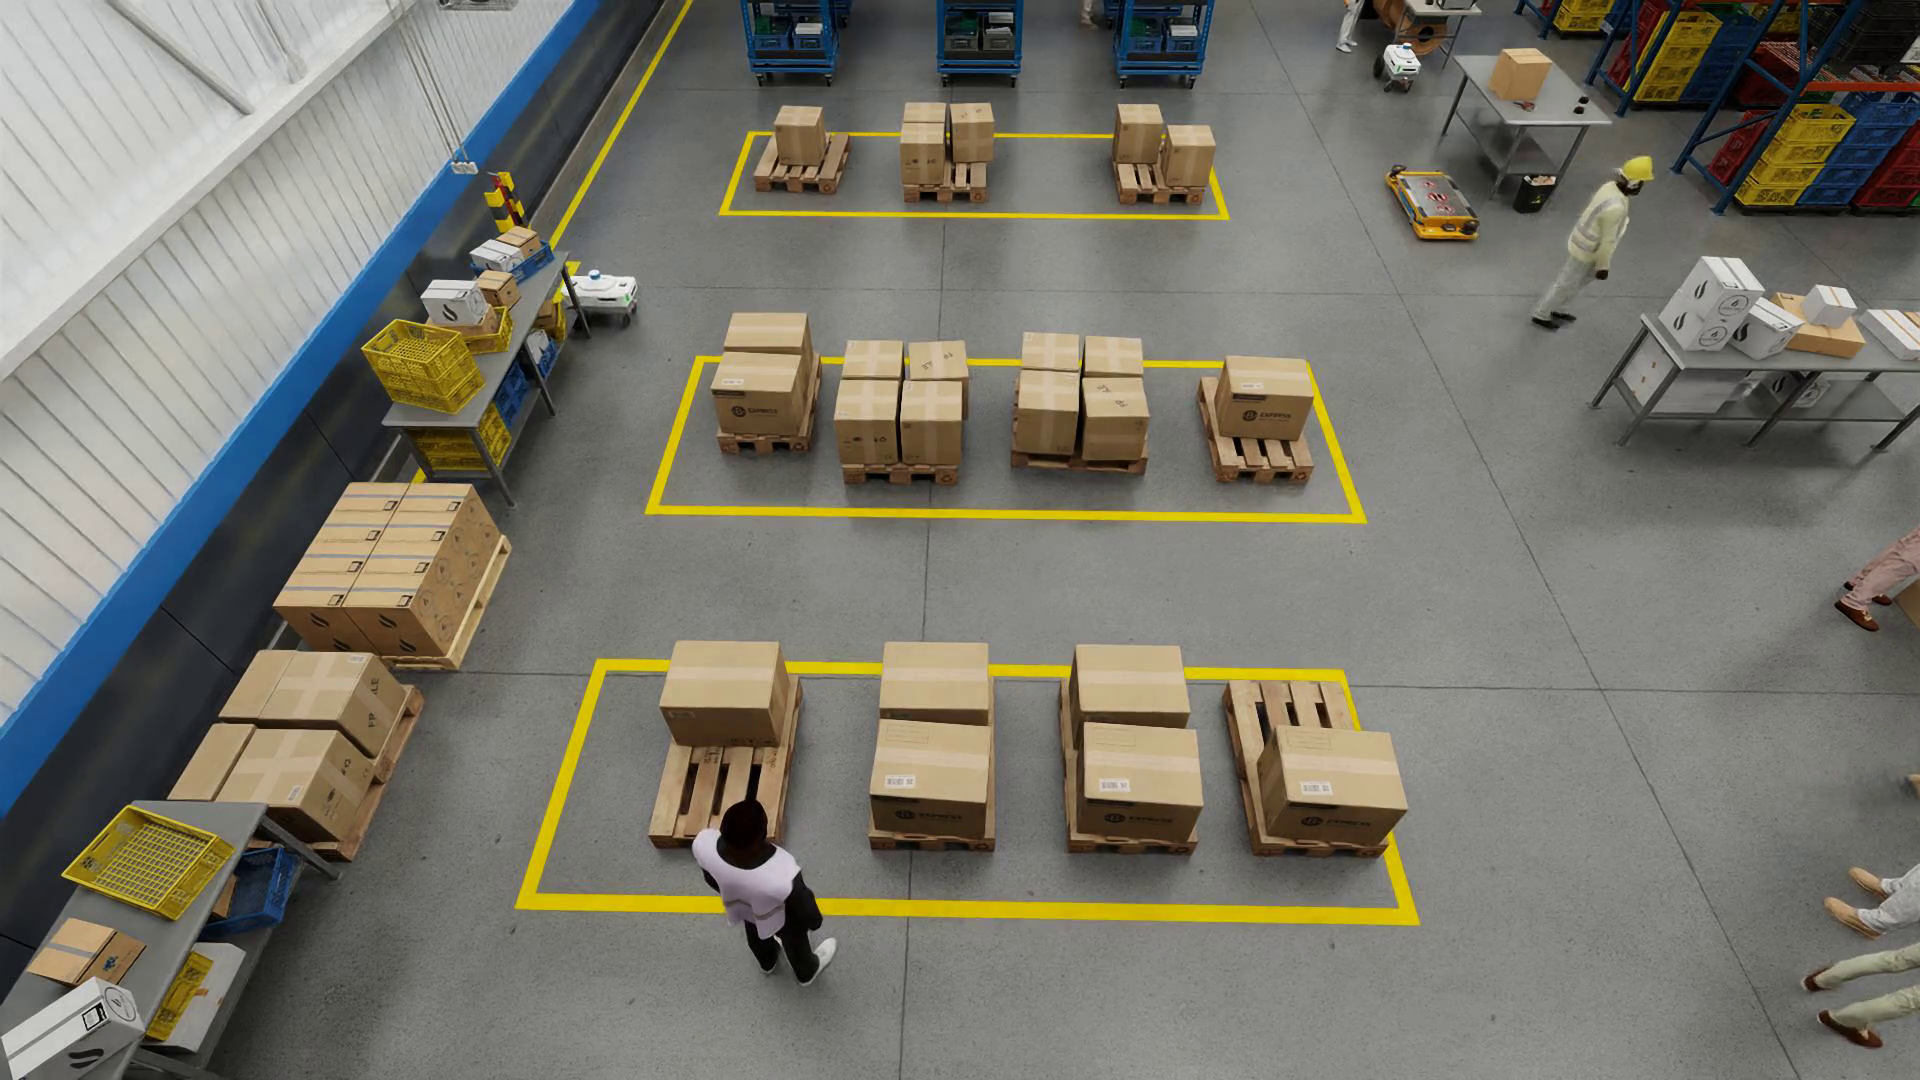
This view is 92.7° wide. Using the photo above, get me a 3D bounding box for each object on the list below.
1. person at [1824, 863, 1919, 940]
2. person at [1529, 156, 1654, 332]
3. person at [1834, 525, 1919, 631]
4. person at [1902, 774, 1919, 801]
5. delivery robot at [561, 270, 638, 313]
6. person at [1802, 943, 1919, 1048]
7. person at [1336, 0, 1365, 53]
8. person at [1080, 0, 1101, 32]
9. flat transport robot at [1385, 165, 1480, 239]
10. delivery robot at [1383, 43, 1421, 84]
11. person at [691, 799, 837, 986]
[{"bbox_3d":[5.620,1.680,5.039,0.624,1.835,0.431,-27,54,-21],"label":"person"},{"bbox_3d":[6.216,-2.825,8.946,0.542,1.817,0.618,21,52,17],"label":"person"},{"bbox_3d":[7.121,-0.101,6.529,0.654,1.904,0.406,-34,57,-26],"label":"person"},{"bbox_3d":[6.431,1.354,5.425,0.467,1.670,0.563,32,56,24],"label":"person"},{"bbox_3d":[-3.716,-2.563,9.487,0.707,0.478,0.477,1,49,0],"label":"delivery robot"},{"bbox_3d":[5.115,2.137,4.633,0.335,1.855,0.537,11,50,9],"label":"person"},{"bbox_3d":[6.051,-8.267,13.772,0.311,1.639,0.513,28,55,22],"label":"person"},{"bbox_3d":[2.137,-9.027,14.205,0.403,1.986,0.626,15,51,13],"label":"person"},{"bbox_3d":[5.692,-4.094,11.059,0.652,0.197,1.431,1,49,1],"label":"flat transport robot"},{"bbox_3d":[6.388,-6.916,13.255,0.477,0.478,0.707,2,49,1],"label":"delivery robot"},{"bbox_3d":[-1.010,1.894,4.794,0.597,1.916,0.371,16,51,13],"label":"person"}]
